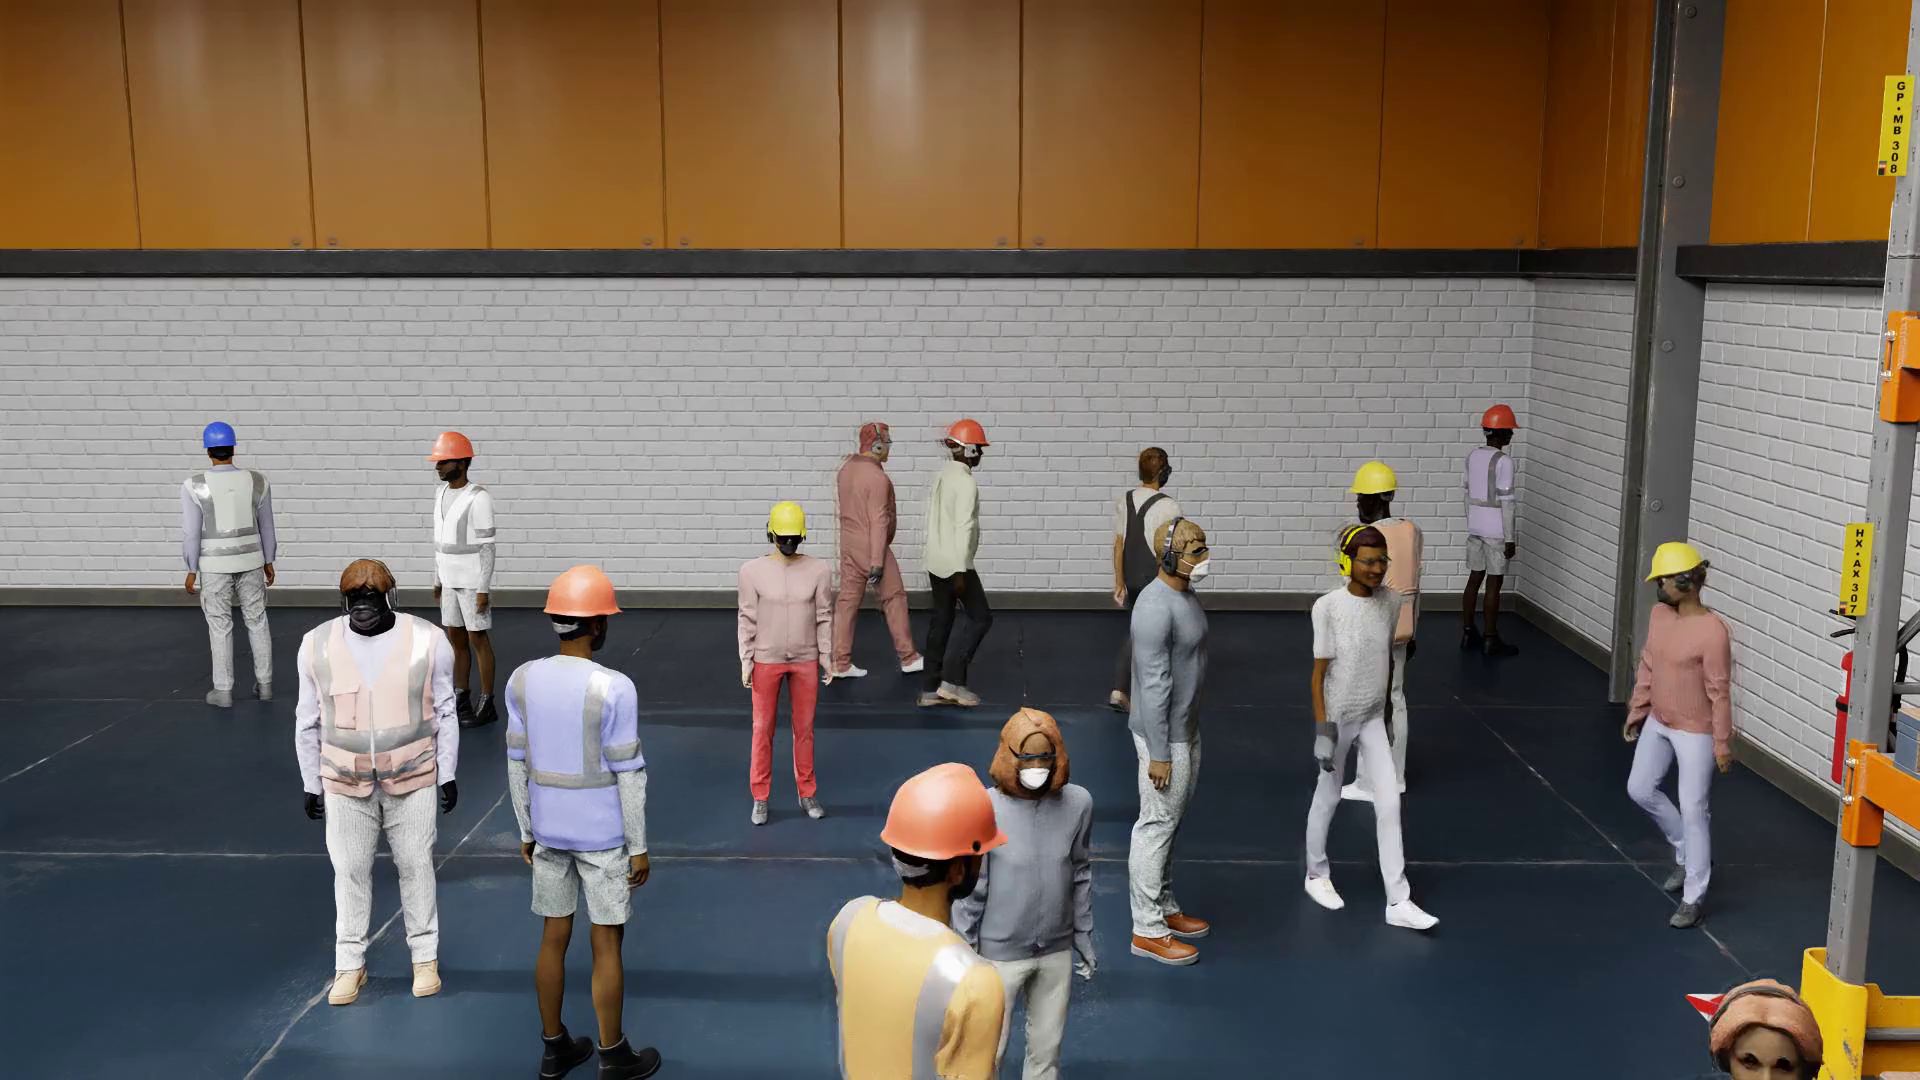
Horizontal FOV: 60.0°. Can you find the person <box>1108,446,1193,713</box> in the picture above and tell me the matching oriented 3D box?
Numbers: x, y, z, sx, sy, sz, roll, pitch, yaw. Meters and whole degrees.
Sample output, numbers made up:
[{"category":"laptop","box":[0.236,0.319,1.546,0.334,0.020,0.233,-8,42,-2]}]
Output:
[{"category":"person","box":[1.271,0.302,10.892,0.450,1.835,0.549,-9,13,-43]}]

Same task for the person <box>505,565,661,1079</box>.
[{"category":"person","box":[-1.369,1.050,6.099,0.552,1.932,0.377,4,10,22]}]

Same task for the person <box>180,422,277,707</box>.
[{"category":"person","box":[-4.991,0.164,11.375,0.617,1.943,0.395,-9,13,-43]}]

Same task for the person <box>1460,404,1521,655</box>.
[{"category":"person","box":[4.113,-0.078,12.849,0.360,1.938,0.545,-3,10,-19]}]

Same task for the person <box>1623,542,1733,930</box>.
[{"category":"person","box":[3.384,0.874,7.717,0.424,1.739,0.574,-2,10,-14]}]

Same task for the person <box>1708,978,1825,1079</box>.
[{"category":"person","box":[1.571,1.670,3.336,0.539,1.613,0.619,3,10,17]}]

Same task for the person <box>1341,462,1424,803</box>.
[{"category":"person","box":[2.334,0.517,9.359,0.589,1.917,0.404,-6,11,-34]}]

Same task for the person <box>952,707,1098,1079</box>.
[{"category":"person","box":[0.211,1.329,5.330,0.507,1.631,0.273,-5,11,-26]}]

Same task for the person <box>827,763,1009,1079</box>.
[{"category":"person","box":[-0.154,1.455,3.766,0.807,1.914,0.552,-9,13,-44]}]

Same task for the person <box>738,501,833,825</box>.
[{"category":"person","box":[-0.935,0.657,8.983,0.522,1.761,0.322,-3,10,-18]}]

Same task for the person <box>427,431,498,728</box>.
[{"category":"person","box":[-3.254,0.257,10.837,0.542,1.939,0.366,7,12,37]}]

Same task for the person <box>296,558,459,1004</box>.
[{"category":"person","box":[-2.374,0.979,6.806,0.632,1.842,0.429,-2,10,-13]}]

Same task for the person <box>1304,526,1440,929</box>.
[{"category":"person","box":[1.862,0.857,7.557,0.550,1.834,0.881,-4,10,-21]}]

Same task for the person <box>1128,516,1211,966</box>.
[{"category":"person","box":[0.920,0.854,7.258,0.357,1.938,0.637,3,10,18]}]

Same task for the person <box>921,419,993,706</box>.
[{"category":"person","box":[-0.031,0.166,11.314,0.551,1.960,0.633,-4,10,-22]}]

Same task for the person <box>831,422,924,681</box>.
[{"category":"person","box":[-0.567,0.078,12.094,0.899,1.868,0.663,-6,11,-32]}]
